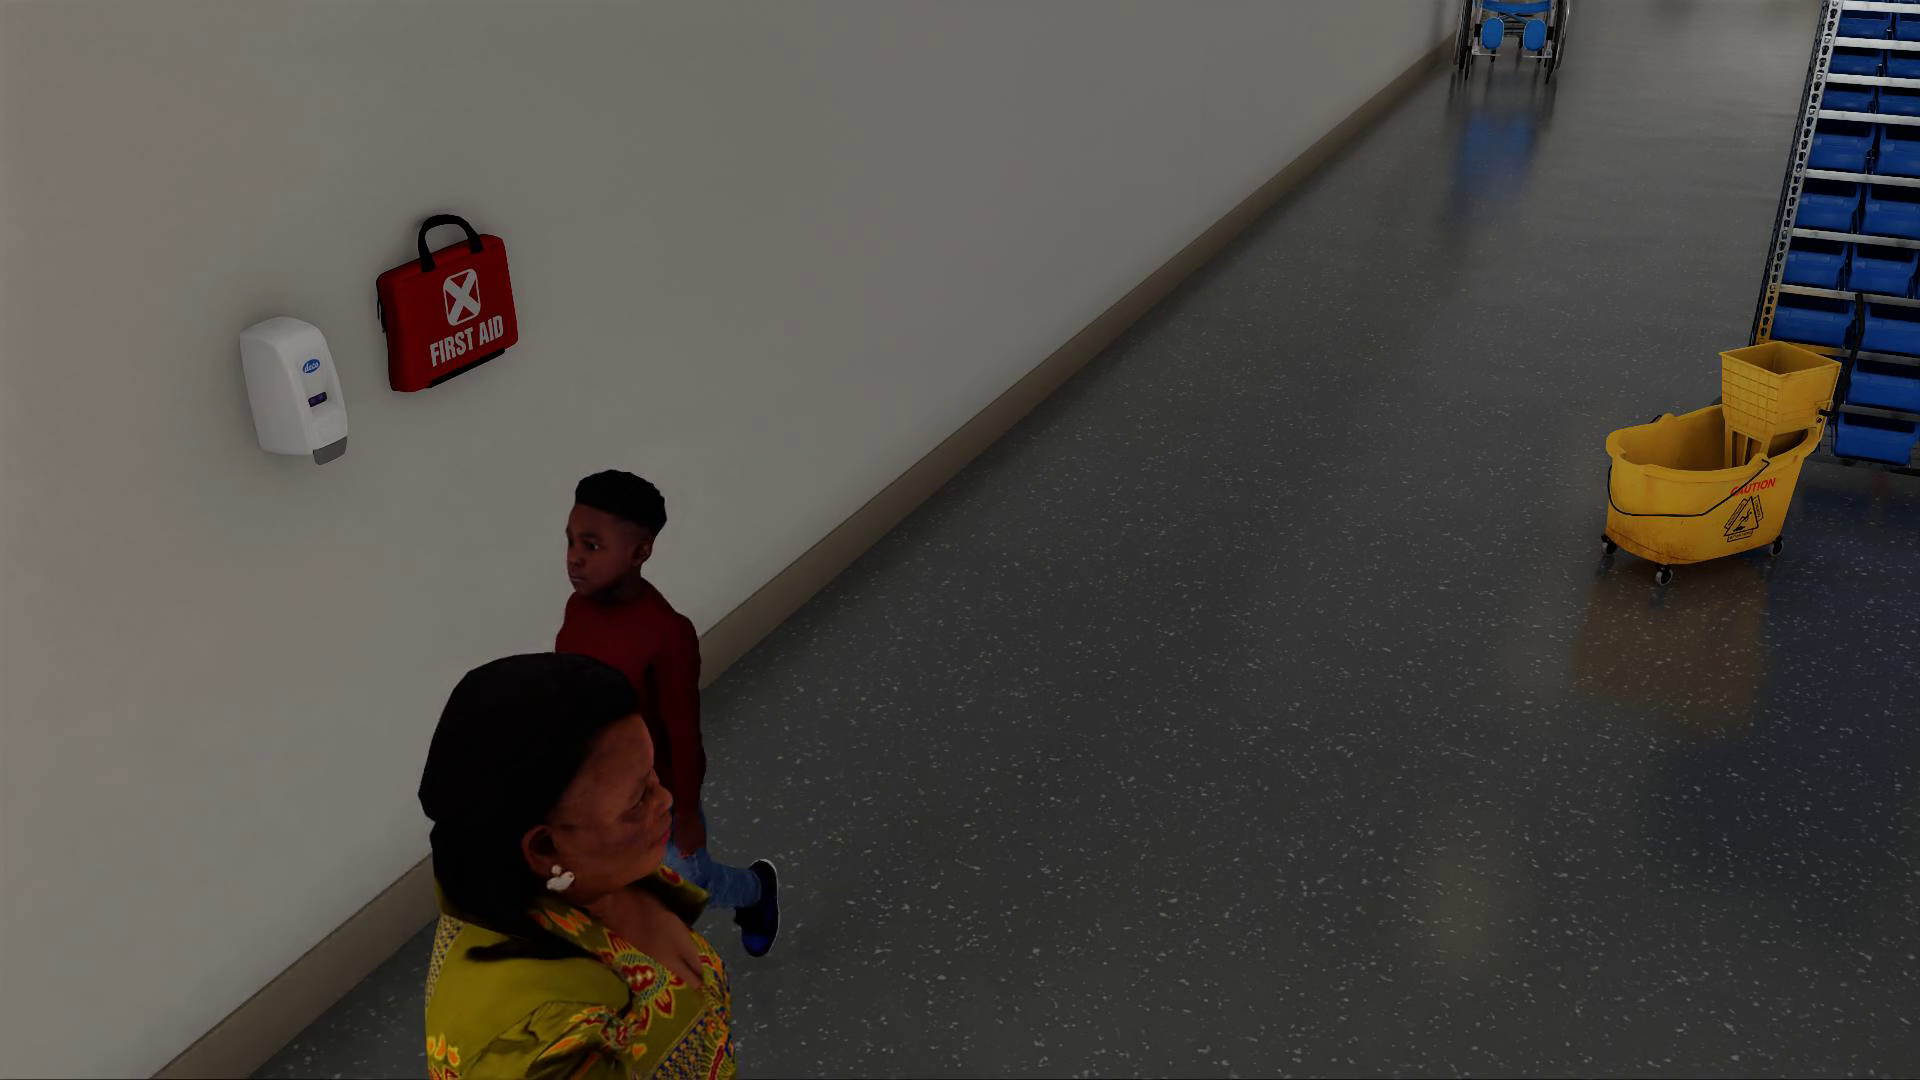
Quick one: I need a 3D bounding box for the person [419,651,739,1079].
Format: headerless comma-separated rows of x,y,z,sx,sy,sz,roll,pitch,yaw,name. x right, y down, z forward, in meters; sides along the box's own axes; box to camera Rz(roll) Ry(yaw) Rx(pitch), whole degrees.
-0.429,0.864,1.957,1.057,1.659,1.011,-7,27,-14,person

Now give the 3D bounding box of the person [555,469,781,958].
-0.592,0.437,3.322,0.732,1.244,0.627,17,30,31,person
